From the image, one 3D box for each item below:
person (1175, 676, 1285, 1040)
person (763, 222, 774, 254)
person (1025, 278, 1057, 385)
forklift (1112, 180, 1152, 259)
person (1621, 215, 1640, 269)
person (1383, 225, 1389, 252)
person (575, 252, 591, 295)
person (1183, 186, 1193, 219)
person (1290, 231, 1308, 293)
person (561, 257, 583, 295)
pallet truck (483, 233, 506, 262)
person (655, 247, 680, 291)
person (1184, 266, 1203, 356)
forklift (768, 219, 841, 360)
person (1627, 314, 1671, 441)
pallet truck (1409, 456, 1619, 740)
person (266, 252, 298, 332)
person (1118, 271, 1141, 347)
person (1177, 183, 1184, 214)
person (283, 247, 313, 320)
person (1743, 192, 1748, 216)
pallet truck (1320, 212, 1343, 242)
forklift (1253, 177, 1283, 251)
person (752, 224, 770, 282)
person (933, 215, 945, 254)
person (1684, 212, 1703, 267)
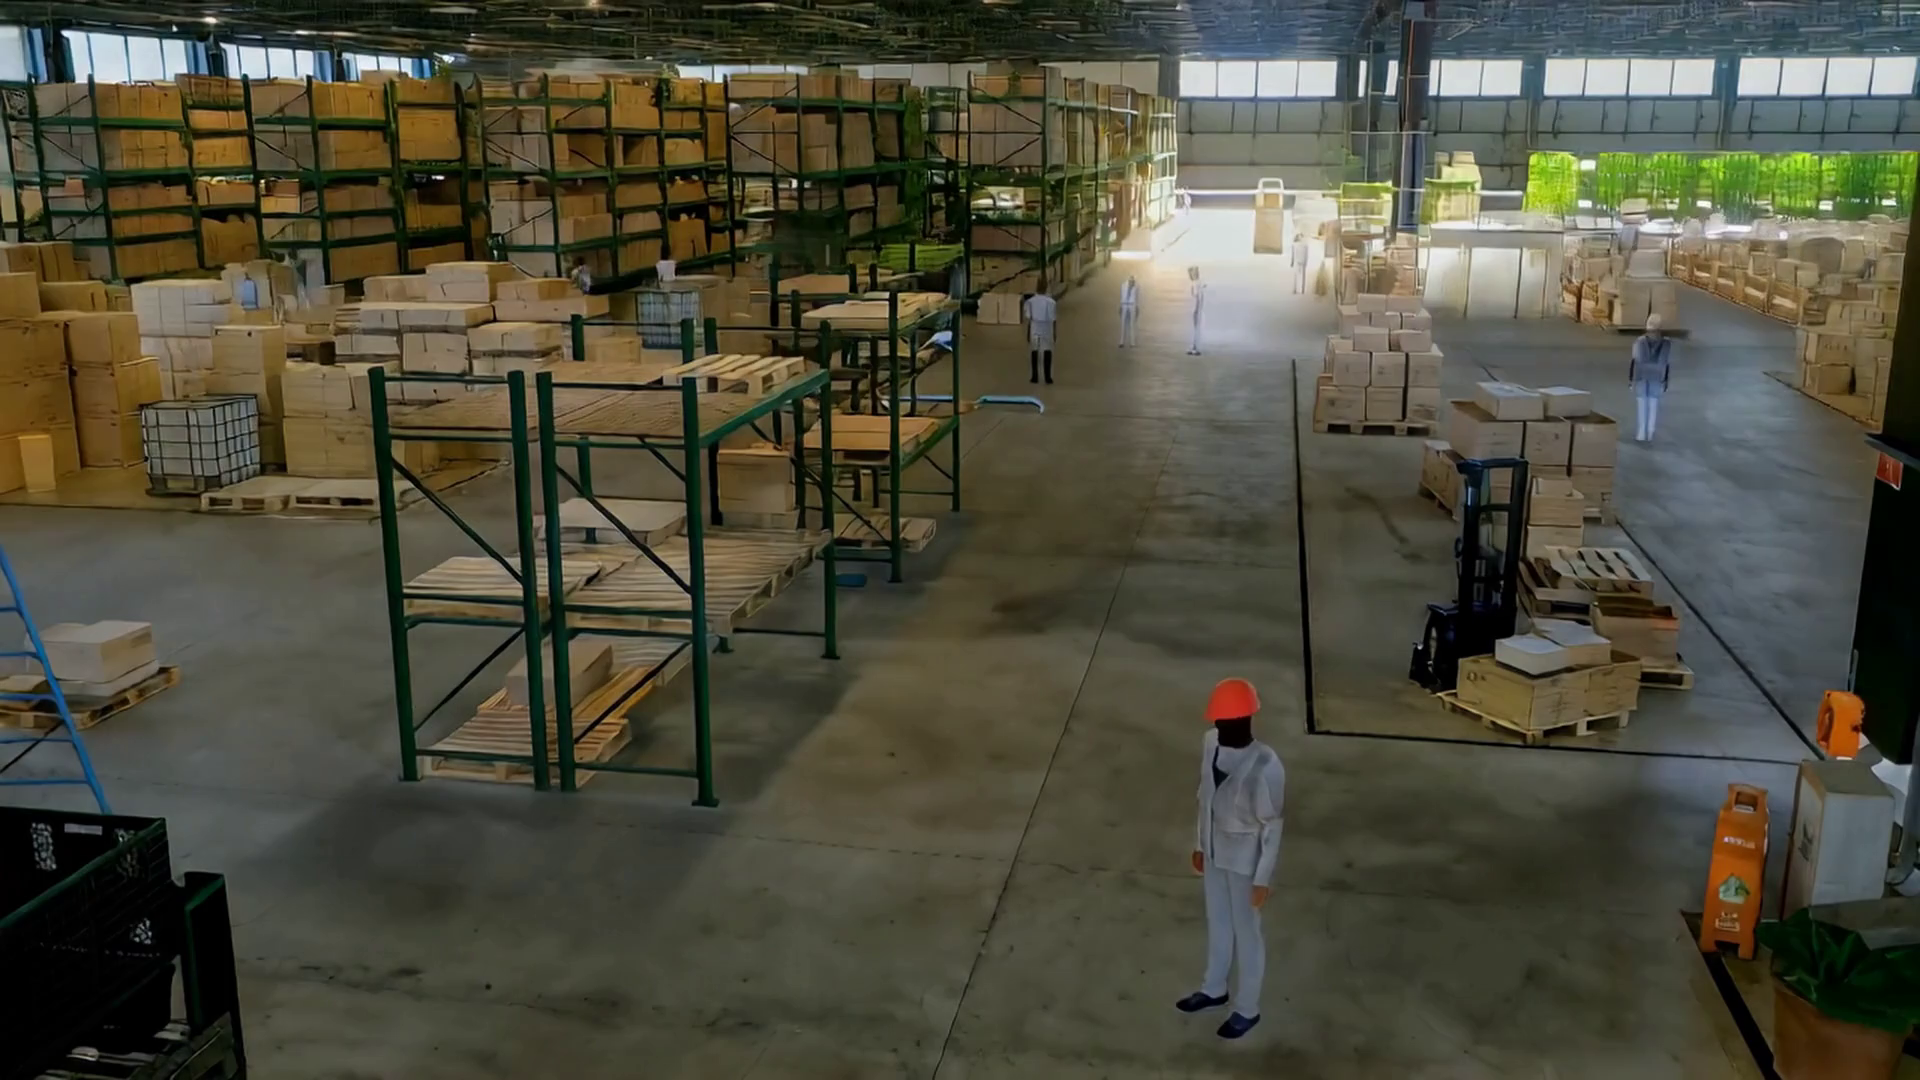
[{"bbox_3d":[1.403,1.619,8.589,0.366,1.928,0.585,-8,16,-31],"label":"person"},{"bbox_3d":[-7.202,-11.649,63.084,0.494,1.624,0.280,-2,14,-9],"label":"person"},{"bbox_3d":[1.495,-3.834,30.650,0.609,1.964,0.367,6,15,22],"label":"person"},{"bbox_3d":[6.082,-11.722,60.796,1.873,2.768,1.129,2,14,9],"label":"forklift"},{"bbox_3d":[22.641,-10.054,56.208,0.593,1.822,0.470,4,14,17],"label":"person"},{"bbox_3d":[14.405,-9.881,55.913,0.288,1.627,0.497,-9,17,-33],"label":"person"},{"bbox_3d":[-9.305,-6.279,41.134,0.372,1.684,0.574,-6,15,-23],"label":"person"},{"bbox_3d":[12.107,-17.959,88.480,0.521,1.734,0.819,1,14,5],"label":"person"},{"bbox_3d":[9.812,-8.041,48.144,0.528,1.767,0.330,-3,14,-13],"label":"person"},{"bbox_3d":[-9.379,-6.026,40.243,0.524,1.631,0.323,1,14,5],"label":"person"},{"bbox_3d":[-11.832,-7.026,43.548,1.885,1.965,0.823,8,16,28],"label":"pallet truck"},{"bbox_3d":[-6.942,-5.984,39.525,0.604,1.906,0.408,-1,14,-4],"label":"person"},{"bbox_3d":[4.896,-4.777,34.683,0.311,1.869,0.530,-1,14,-4],"label":"person"},{"bbox_3d":[-3.233,-5.199,34.310,1.129,2.768,1.873,3,14,10],"label":"forklift"},{"bbox_3d":[10.365,-2.436,25.073,0.584,1.912,0.627,8,16,28],"label":"person"},{"bbox_3d":[4.504,0.400,13.395,0.823,1.965,1.885,-6,15,-23],"label":"pallet truck"},{"bbox_3d":[-15.266,-5.517,37.542,0.630,1.940,0.372,-3,14,-11],"label":"person"},{"bbox_3d":[3.688,-5.001,36.066,0.515,1.636,0.315,9,16,32],"label":"person"},{"bbox_3d":[12.387,-19.143,93.273,0.429,1.737,0.569,10,17,35],"label":"person"},{"bbox_3d":[-16.574,-6.424,41.532,0.639,1.797,0.945,4,14,16],"label":"person"},{"bbox_3d":[37.694,-15.864,79.769,0.590,1.833,0.404,-6,15,-23],"label":"person"},{"bbox_3d":[15.874,-13.227,70.310,0.680,1.201,1.601,10,17,35],"label":"pallet truck"},{"bbox_3d":[12.083,-12.747,64.956,1.129,2.768,1.873,3,14,10],"label":"forklift"},{"bbox_3d":[-5.847,-8.314,48.946,0.552,1.924,0.445,4,14,14],"label":"person"},{"bbox_3d":[-0.722,-10.669,58.985,0.403,1.676,0.567,12,18,40],"label":"person"},{"bbox_3d":[24.886,-10.188,56.592,0.432,1.892,0.678,-5,15,-19],"label":"person"}]
